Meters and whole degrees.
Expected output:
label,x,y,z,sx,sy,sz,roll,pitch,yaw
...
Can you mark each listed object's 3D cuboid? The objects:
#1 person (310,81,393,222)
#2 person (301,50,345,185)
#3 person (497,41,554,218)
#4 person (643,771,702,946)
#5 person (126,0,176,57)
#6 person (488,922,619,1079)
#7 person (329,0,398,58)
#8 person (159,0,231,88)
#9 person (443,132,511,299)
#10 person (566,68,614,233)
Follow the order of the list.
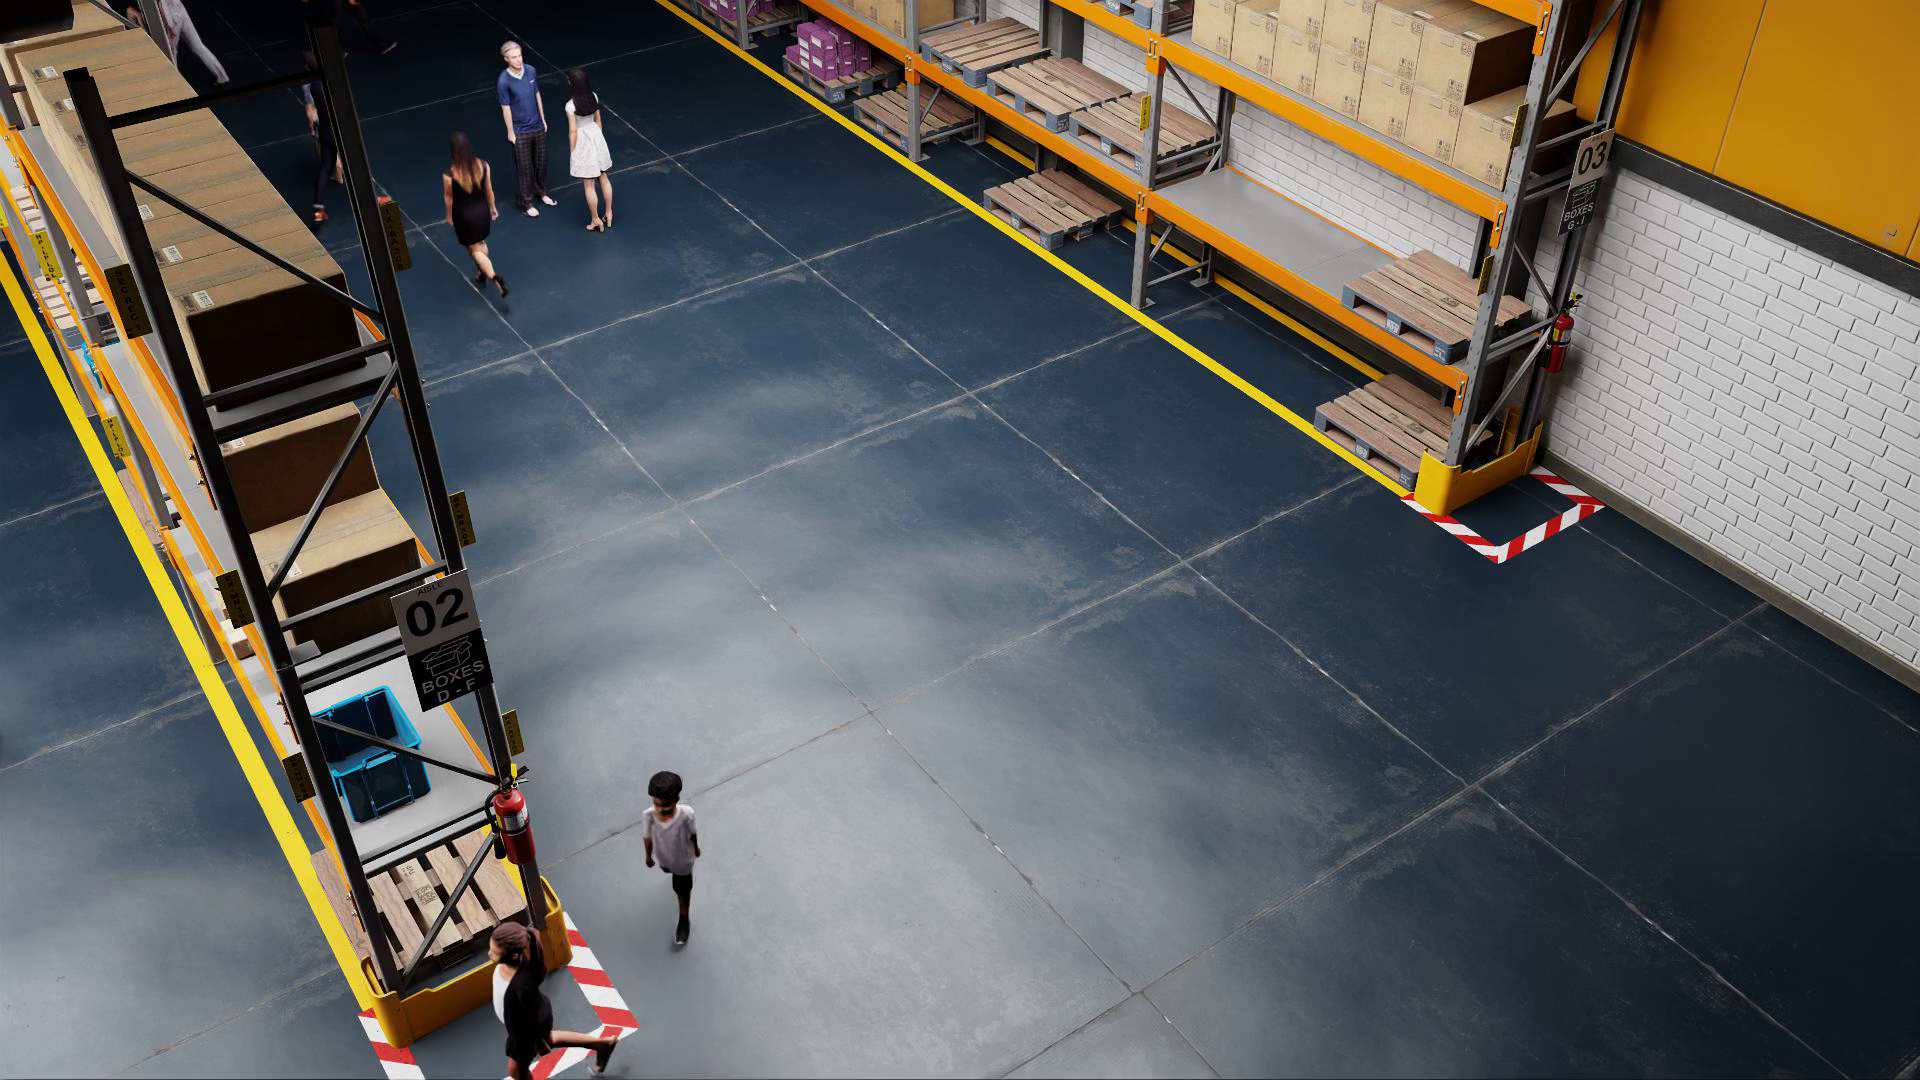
label,x,y,z,sx,sy,sz,roll,pitch,yaw
person,-6.609,-4.164,17.452,1.194,1.764,1.063,19,42,22
person,-6.870,-4.550,18.108,0.892,1.549,0.731,24,44,27
person,-4.617,-4.392,17.644,0.705,1.882,0.724,30,48,32
person,-1.769,1.865,10.325,0.809,1.239,0.927,2,39,3
person,-9.232,-5.603,19.236,1.081,1.787,0.850,23,44,26
person,-2.295,2.608,9.157,0.726,1.534,0.958,-16,41,-19
person,-7.849,-6.848,20.839,1.192,1.733,1.138,6,39,7
person,-9.391,-6.279,20.133,1.178,1.725,1.100,7,39,8
person,-4.705,-3.107,16.188,1.082,1.690,0.791,30,48,32
person,-3.865,-4.060,17.314,0.714,1.775,0.711,29,47,31
